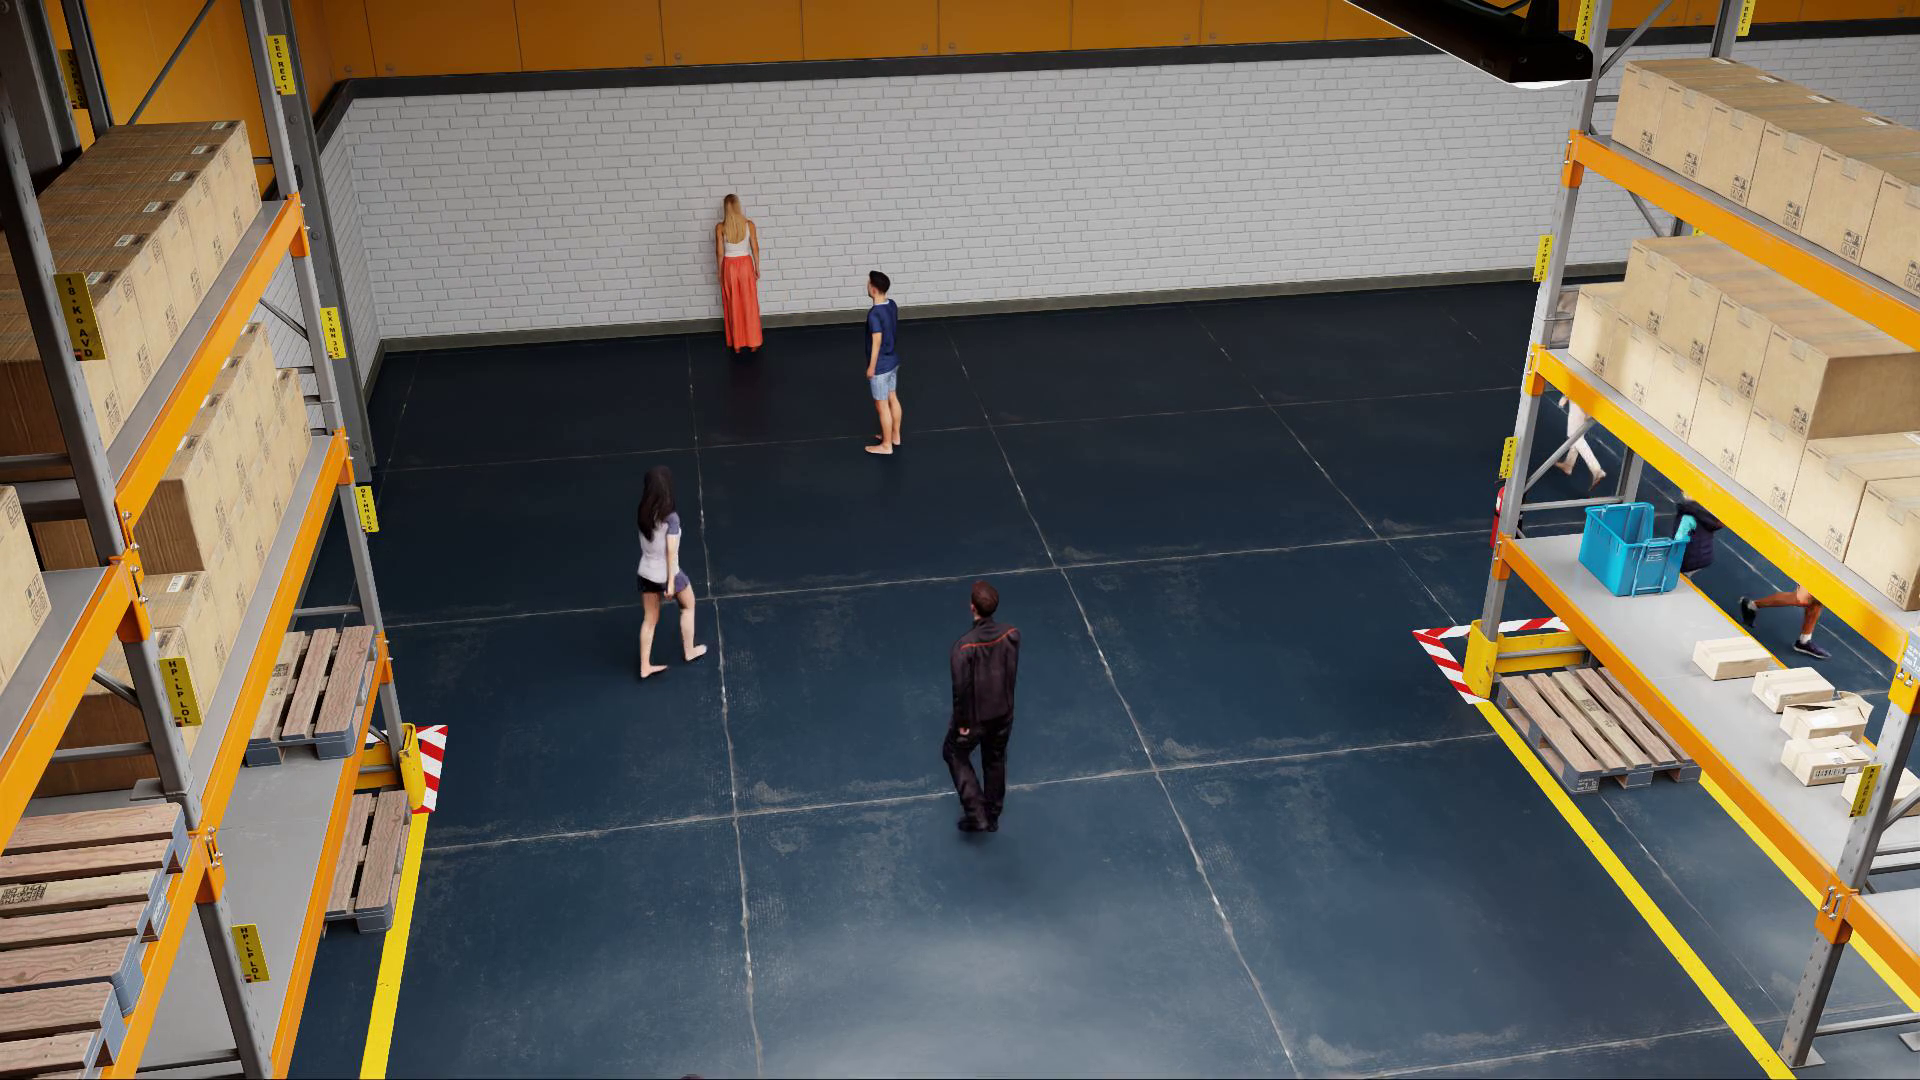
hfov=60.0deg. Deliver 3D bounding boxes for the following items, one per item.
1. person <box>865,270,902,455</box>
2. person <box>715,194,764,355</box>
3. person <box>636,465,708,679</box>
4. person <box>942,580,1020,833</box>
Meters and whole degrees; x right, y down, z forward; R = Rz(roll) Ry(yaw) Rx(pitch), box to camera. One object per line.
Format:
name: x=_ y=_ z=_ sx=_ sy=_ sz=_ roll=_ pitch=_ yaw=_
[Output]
person: x=-0.745 y=-1.732 z=16.211 sx=0.768 sy=1.848 sz=0.674 roll=12 pitch=31 yaw=21
person: x=-2.472 y=-2.967 z=18.524 sx=0.626 sy=1.801 sz=0.578 roll=-4 pitch=29 yaw=-7
person: x=-2.329 y=0.297 z=12.689 sx=0.899 sy=1.660 sz=0.965 roll=20 pitch=35 yaw=32
person: x=0.186 y=1.153 z=10.872 sx=0.779 sy=1.897 sz=0.810 roll=-14 pitch=31 yaw=-23
